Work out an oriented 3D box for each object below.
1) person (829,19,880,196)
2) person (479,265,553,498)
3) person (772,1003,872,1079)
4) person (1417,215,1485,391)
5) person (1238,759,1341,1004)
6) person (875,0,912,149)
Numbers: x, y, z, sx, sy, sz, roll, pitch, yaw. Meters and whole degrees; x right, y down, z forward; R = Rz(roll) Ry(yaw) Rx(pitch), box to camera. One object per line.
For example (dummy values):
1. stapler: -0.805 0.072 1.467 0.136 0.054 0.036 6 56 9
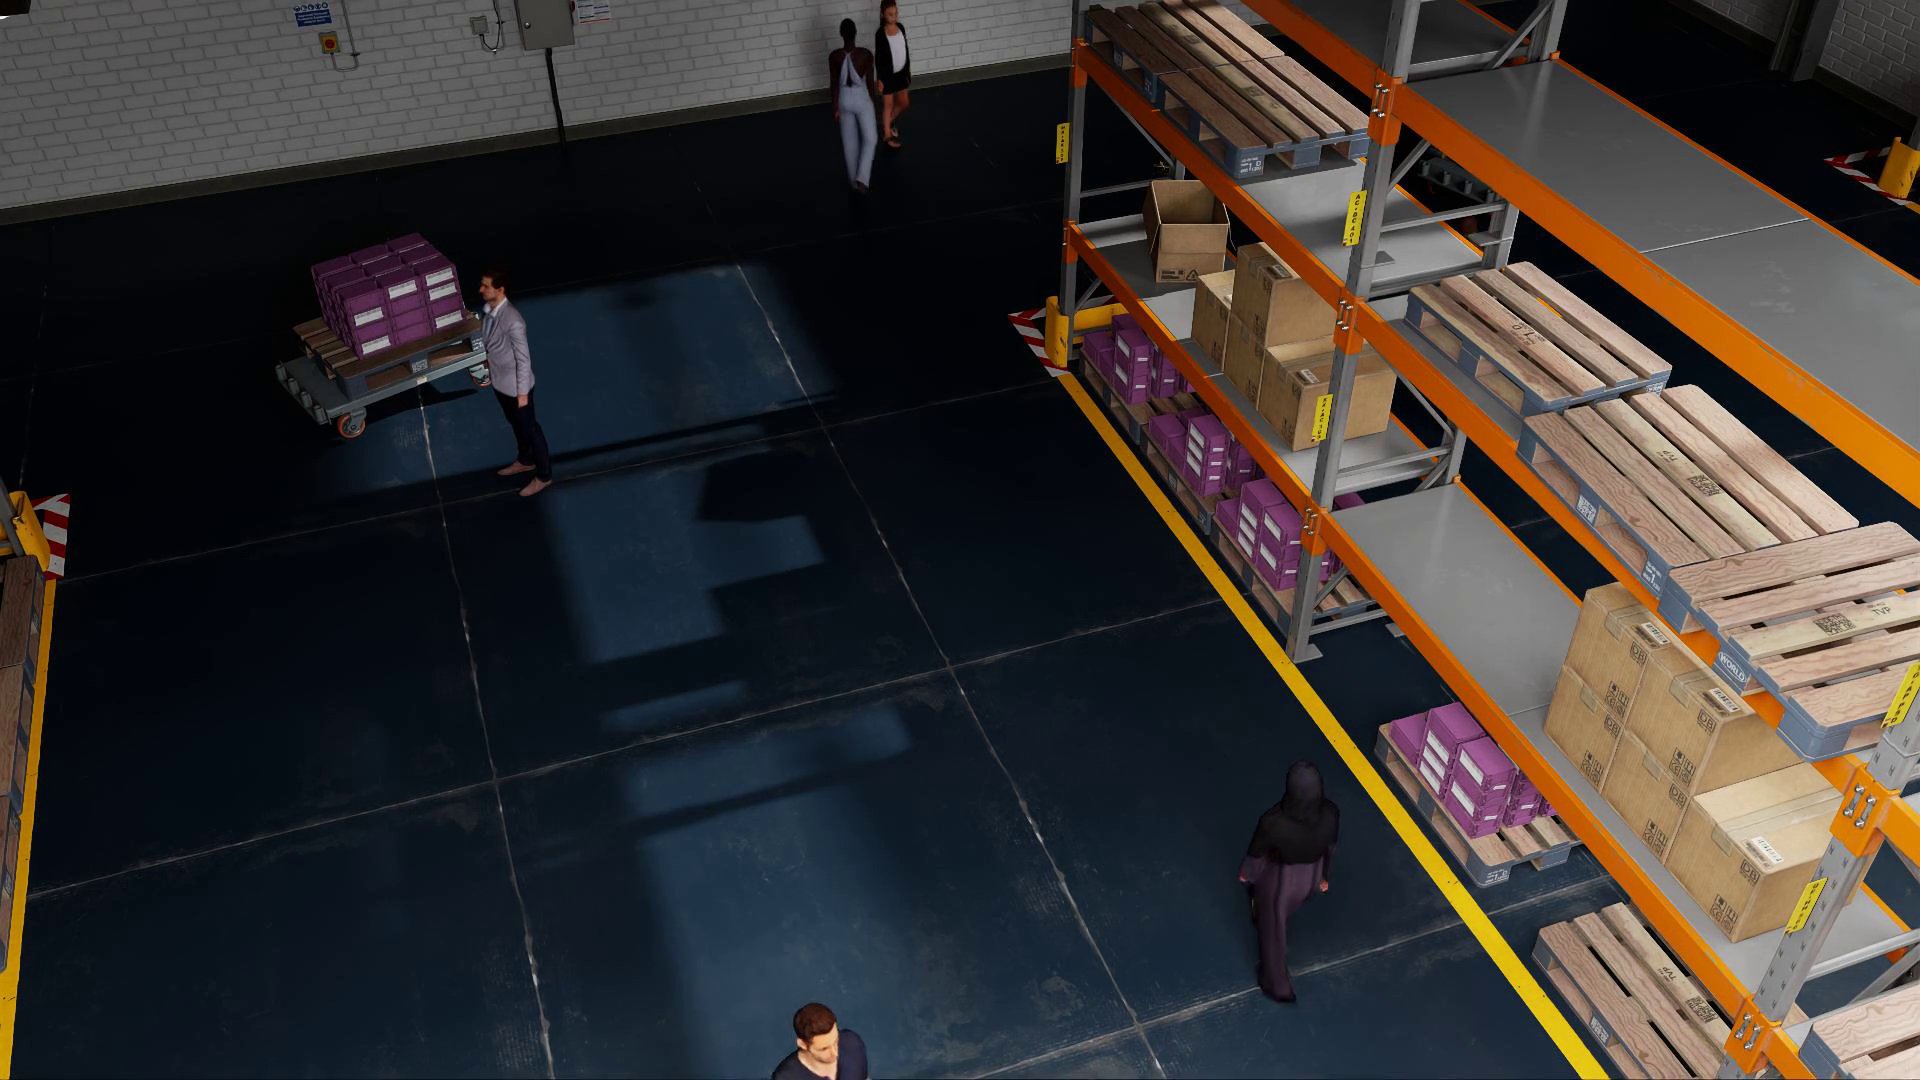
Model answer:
1. person: -1.002 -4.075 15.884 0.782 1.767 0.961 1 39 1
2. person: -3.287 -1.200 12.212 0.807 1.857 0.639 -27 46 -29
3. person: -0.633 2.627 7.430 0.821 1.845 0.972 -28 46 -31
4. person: 3.876 -1.744 13.029 0.771 1.688 1.147 -6 39 -7
5. person: 1.729 1.800 8.658 0.681 1.605 1.021 -9 40 -12
6. person: -0.738 -4.792 16.958 0.666 1.548 0.719 -25 45 -27
